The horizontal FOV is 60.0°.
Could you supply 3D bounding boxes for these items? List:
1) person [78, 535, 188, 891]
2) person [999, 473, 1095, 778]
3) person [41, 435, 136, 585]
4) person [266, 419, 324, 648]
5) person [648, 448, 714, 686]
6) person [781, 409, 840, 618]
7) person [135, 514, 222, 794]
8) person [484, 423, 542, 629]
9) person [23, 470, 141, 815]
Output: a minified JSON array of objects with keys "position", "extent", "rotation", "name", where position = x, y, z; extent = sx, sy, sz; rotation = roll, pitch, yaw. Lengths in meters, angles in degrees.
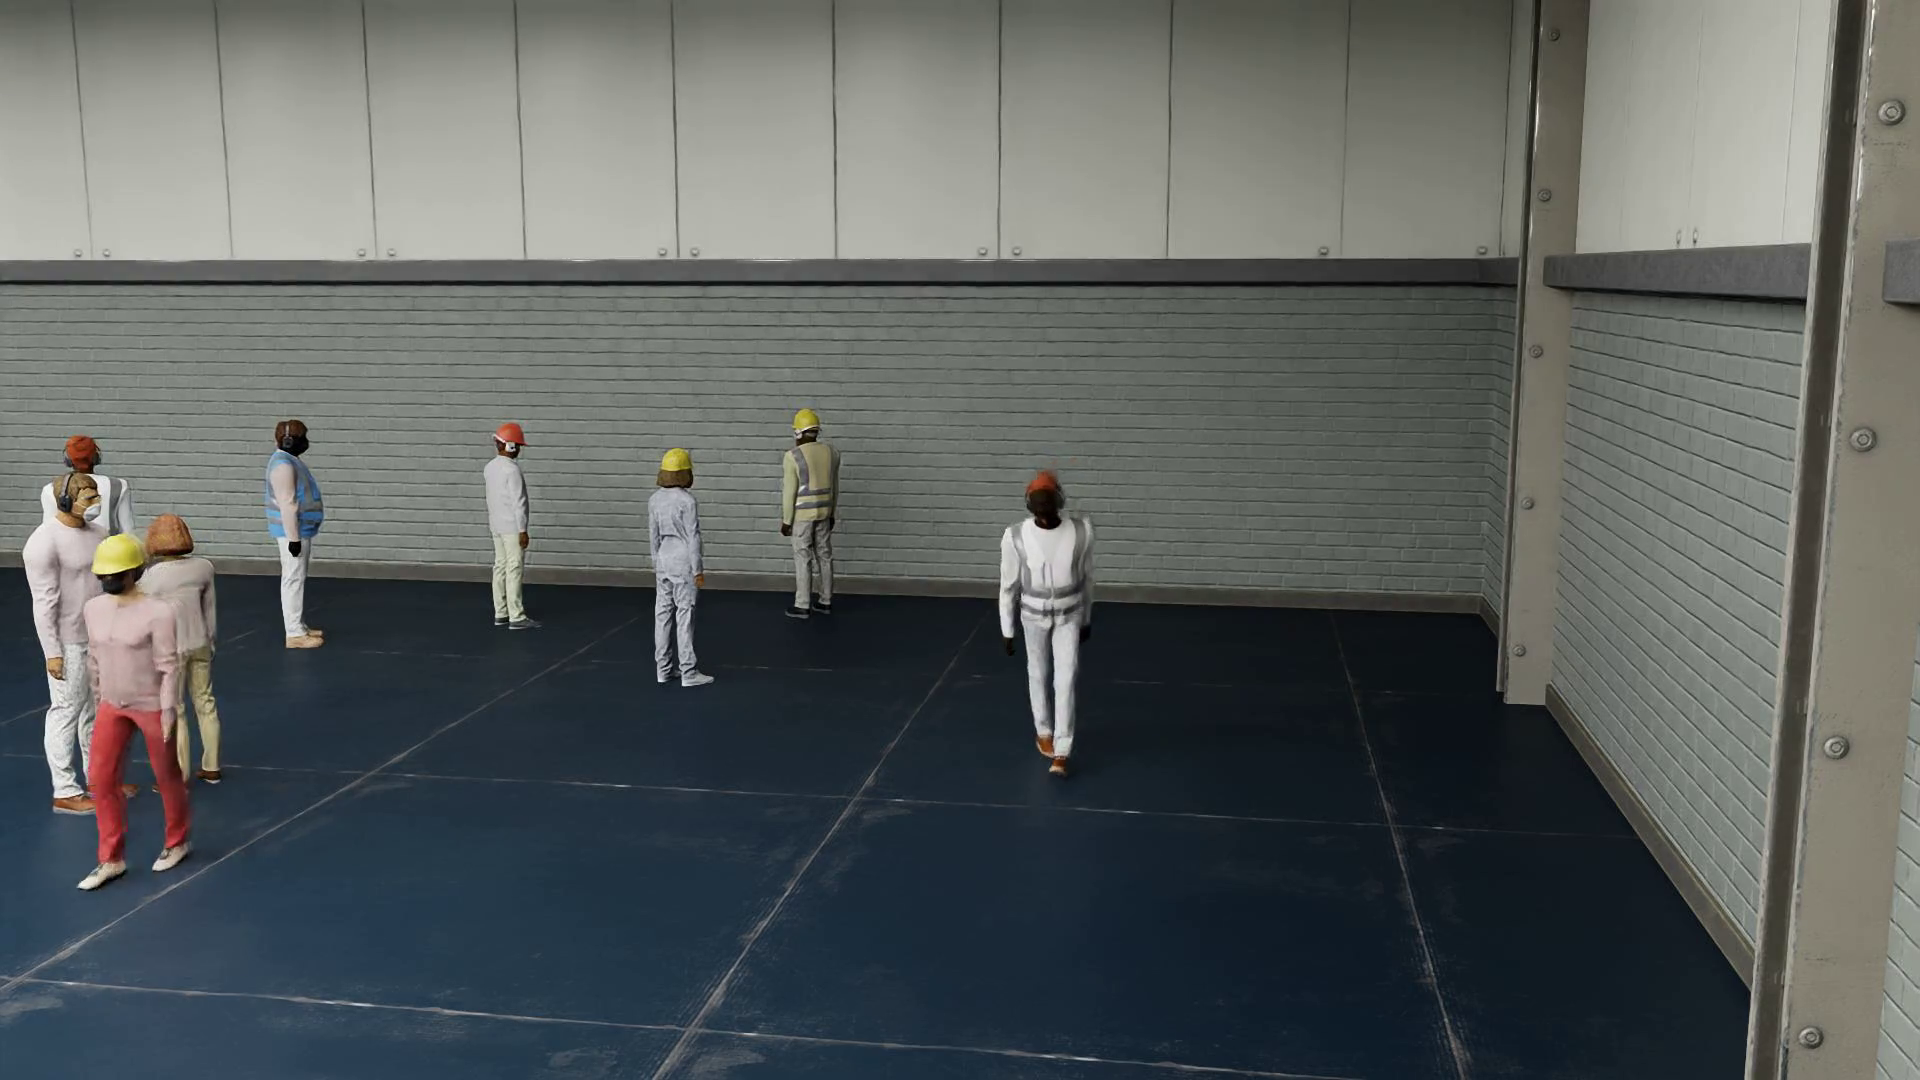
[{"position":[-4.107,0.844,8.188],"extent":[0.547,1.737,0.729],"rotation":[2,9,11],"name":"person"},{"position":[0.530,0.502,10.059],"extent":[0.581,1.823,1.020],"rotation":[0,9,1],"name":"person"},{"position":[-6.136,0.197,11.766],"extent":[0.583,1.882,0.337],"rotation":[-7,12,-37],"name":"person"},{"position":[-5.367,-0.057,13.461],"extent":[0.429,1.842,0.635],"rotation":[-3,10,-19],"name":"person"},{"position":[-2.059,0.198,12.193],"extent":[0.484,1.744,0.294],"rotation":[7,11,35],"name":"person"},{"position":[-1.327,-0.232,14.566],"extent":[0.586,1.833,0.404],"rotation":[-9,13,-43],"name":"person"},{"position":[-4.547,0.659,9.683],"extent":[0.281,1.633,0.500],"rotation":[5,10,27],"name":"person"},{"position":[-3.812,-0.122,14.144],"extent":[0.334,1.748,0.561],"rotation":[-8,12,-40],"name":"person"},{"position":[-4.942,0.567,9.348],"extent":[0.373,1.933,0.625],"rotation":[1,9,8],"name":"person"}]
